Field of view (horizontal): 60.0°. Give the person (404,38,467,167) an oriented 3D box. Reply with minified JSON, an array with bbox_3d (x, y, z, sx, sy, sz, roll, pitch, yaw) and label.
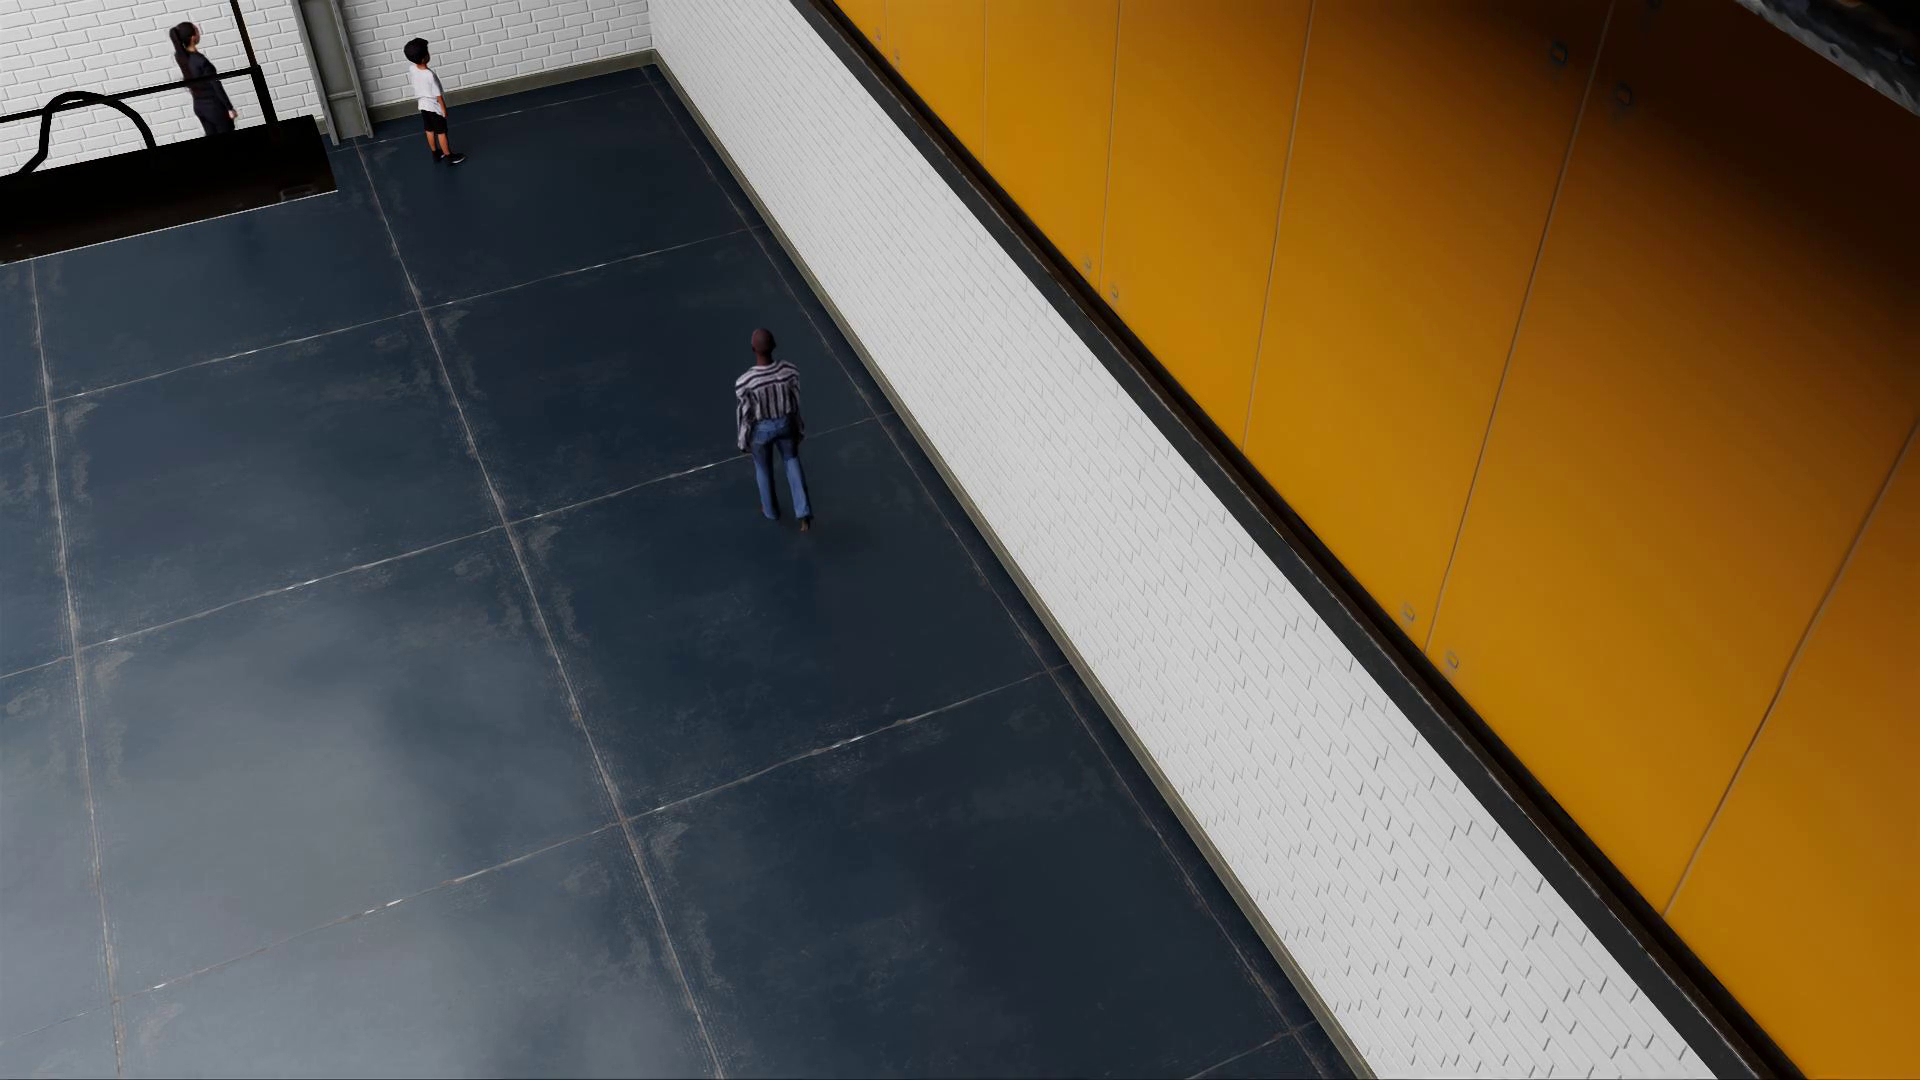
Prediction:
[{"bbox_3d":[-4.992,-4.128,15.677,0.577,1.260,0.622,23,48,22],"label":"person"}]

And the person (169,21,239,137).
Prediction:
[{"bbox_3d":[-6.800,-3.899,15.109,0.648,1.711,0.658,24,48,23],"label":"person"}]

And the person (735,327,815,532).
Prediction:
[{"bbox_3d":[-1.289,-0.719,11.717,0.789,1.786,0.727,-21,47,-21],"label":"person"}]
